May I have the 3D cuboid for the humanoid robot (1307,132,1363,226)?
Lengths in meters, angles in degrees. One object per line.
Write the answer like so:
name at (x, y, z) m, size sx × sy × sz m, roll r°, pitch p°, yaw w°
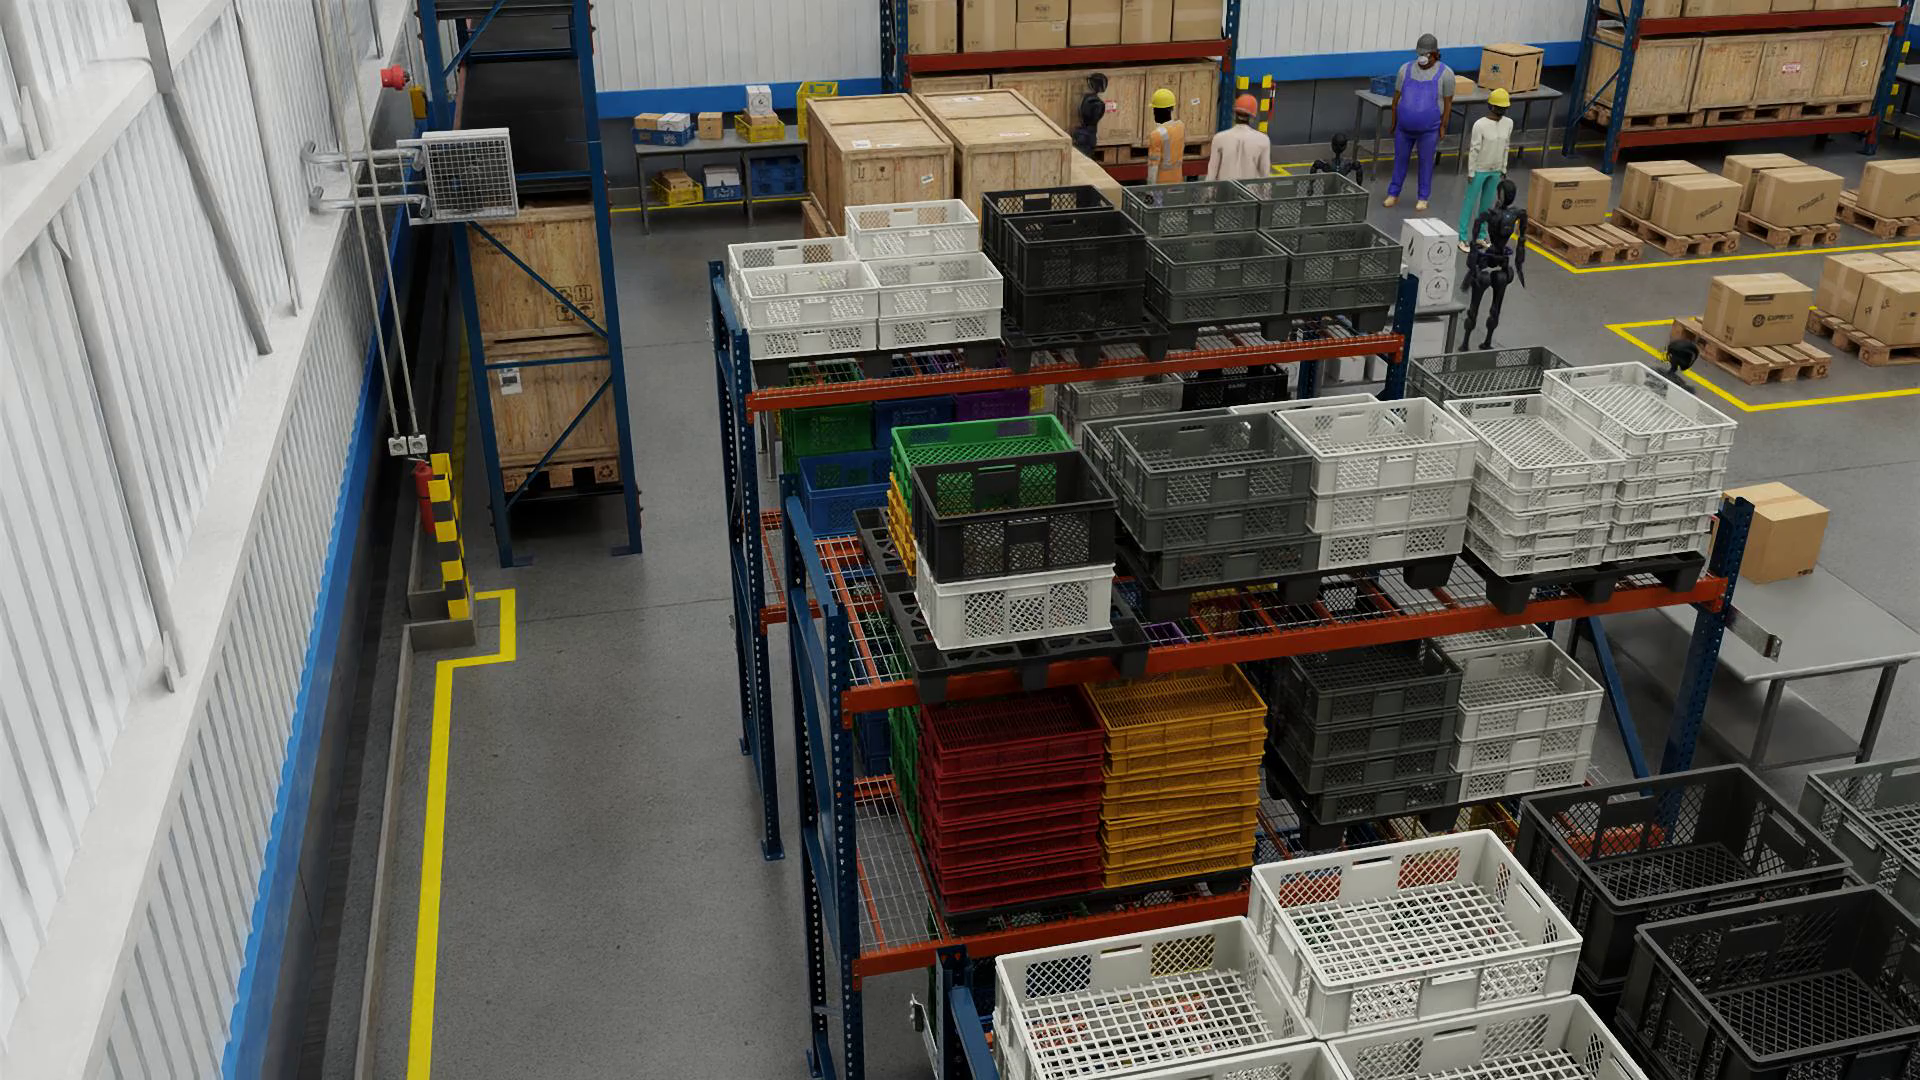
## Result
humanoid robot at (3.749, -3.276, 16.736) m, size 0.585 × 1.657 × 0.331 m, roll 3°, pitch 28°, yaw 6°

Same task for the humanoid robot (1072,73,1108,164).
humanoid robot at (1.500, -4.560, 19.210) m, size 0.627 × 1.628 × 0.573 m, roll -6°, pitch 28°, yaw -11°

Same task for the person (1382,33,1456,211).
person at (5.330, -4.857, 19.363) m, size 0.687 × 2.000 × 0.536 m, roll 14°, pitch 31°, yaw 25°

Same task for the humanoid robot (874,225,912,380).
humanoid robot at (-0.546, -1.873, 14.074) m, size 0.583 × 1.657 × 0.329 m, roll 15°, pitch 31°, yaw 26°

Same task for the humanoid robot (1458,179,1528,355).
humanoid robot at (4.889, -2.487, 15.239) m, size 0.610 × 1.657 × 0.315 m, roll -6°, pitch 28°, yaw -11°

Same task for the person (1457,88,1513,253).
person at (5.729, -4.013, 18.051) m, size 0.524 × 1.768 × 0.324 m, roll -11°, pitch 30°, yaw -20°

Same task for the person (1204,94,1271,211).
person at (2.809, -3.503, 16.879) m, size 0.647 × 1.963 × 0.745 m, roll 6°, pitch 28°, yaw 11°

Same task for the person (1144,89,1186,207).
person at (2.109, -3.738, 17.375) m, size 0.405 × 1.918 × 0.582 m, roll 19°, pitch 33°, yaw 32°

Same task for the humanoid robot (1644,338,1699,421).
humanoid robot at (4.849, -0.644, 11.775) m, size 0.469 × 1.634 × 0.642 m, roll -13°, pitch 30°, yaw -23°
